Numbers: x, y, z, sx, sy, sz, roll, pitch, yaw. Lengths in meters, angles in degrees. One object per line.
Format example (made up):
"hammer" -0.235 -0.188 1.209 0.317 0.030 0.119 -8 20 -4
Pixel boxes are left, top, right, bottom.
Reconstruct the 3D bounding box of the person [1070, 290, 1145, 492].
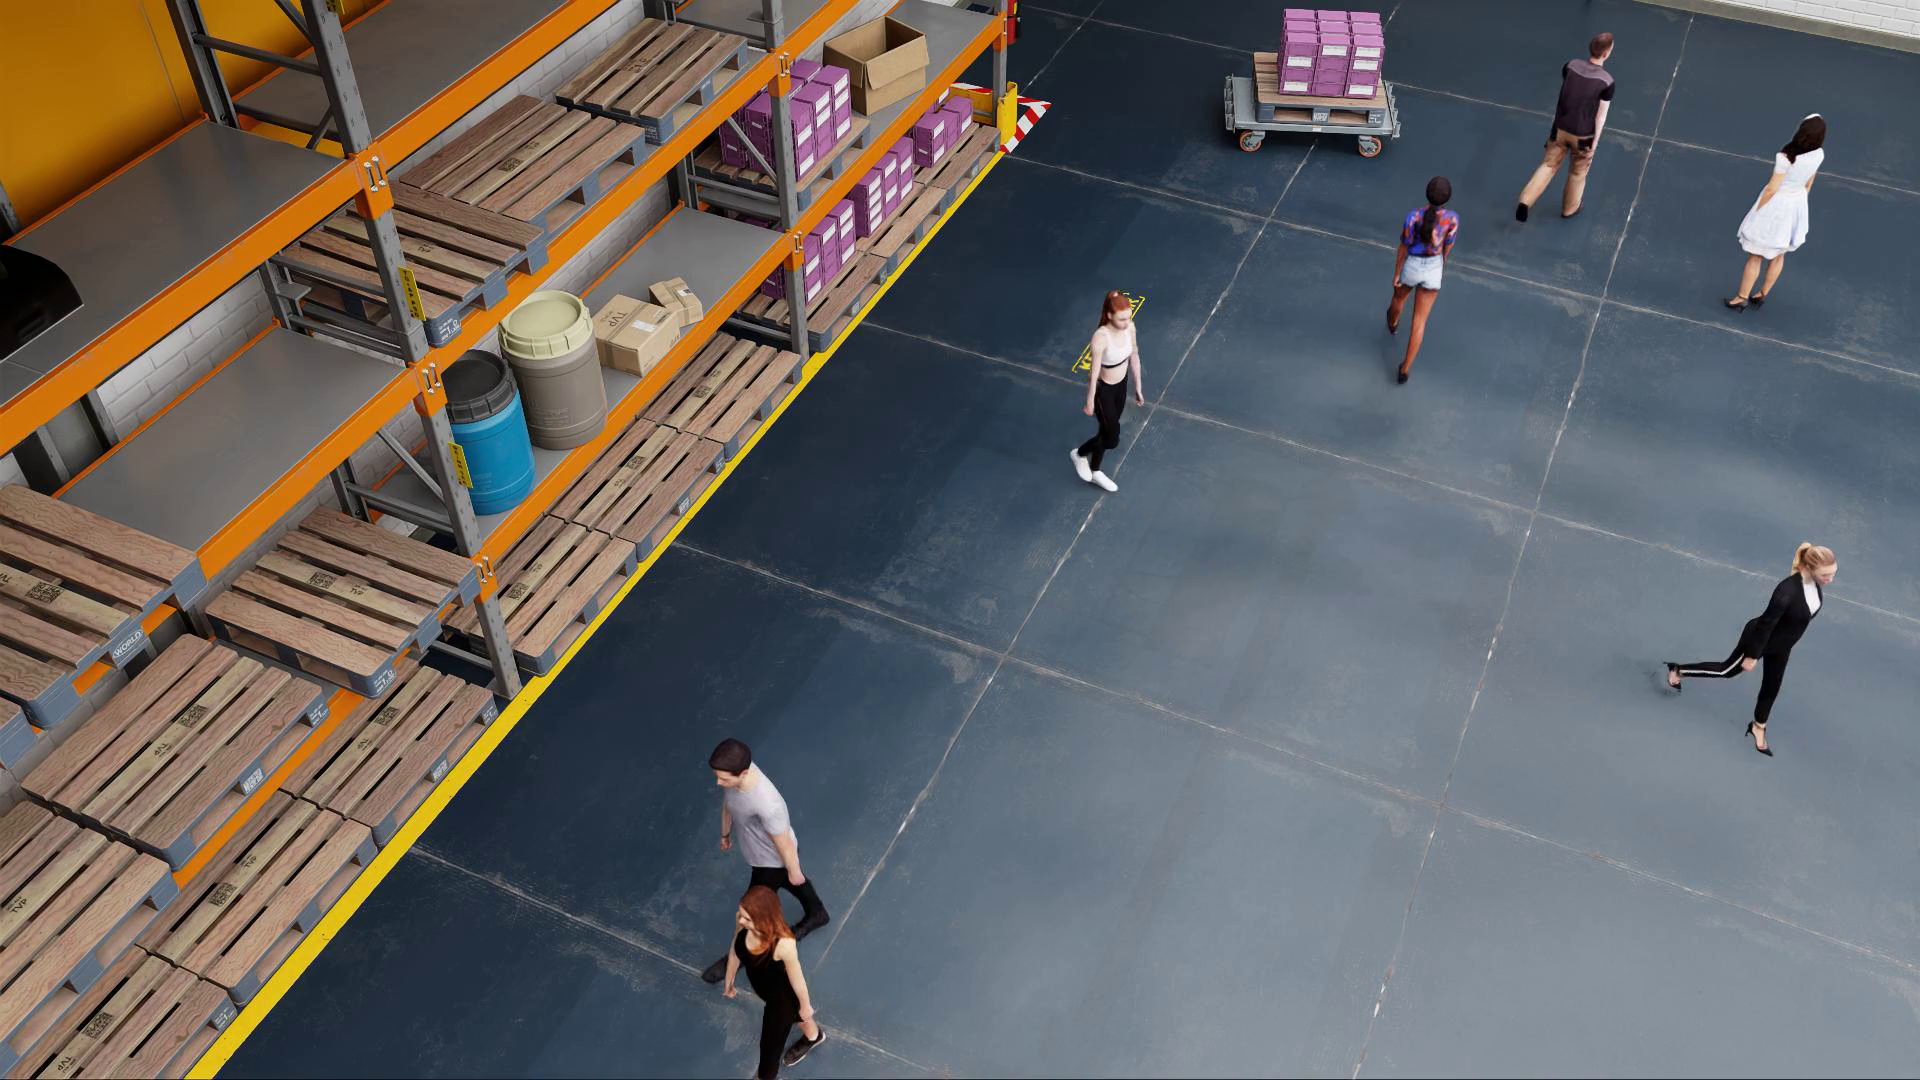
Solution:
"person" 1.017 -1.112 12.115 0.743 1.735 0.708 33 53 30

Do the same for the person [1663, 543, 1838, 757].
"person" 4.941 0.581 10.387 1.136 1.669 1.066 -28 50 -26

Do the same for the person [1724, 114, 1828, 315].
"person" 6.741 -2.669 13.689 0.852 1.819 0.902 -7 44 -7

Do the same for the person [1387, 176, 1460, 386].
"person" 3.620 -2.015 13.092 0.803 1.696 1.186 6 44 6

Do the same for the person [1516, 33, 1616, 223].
"person" 5.359 -3.594 14.661 1.151 1.819 0.929 -32 52 -29

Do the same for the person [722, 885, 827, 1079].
"person" -0.887 2.268 8.598 0.849 1.694 1.118 34 53 31

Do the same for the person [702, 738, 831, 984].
"person" -0.967 1.657 9.145 1.185 1.823 1.056 -23 48 -23
